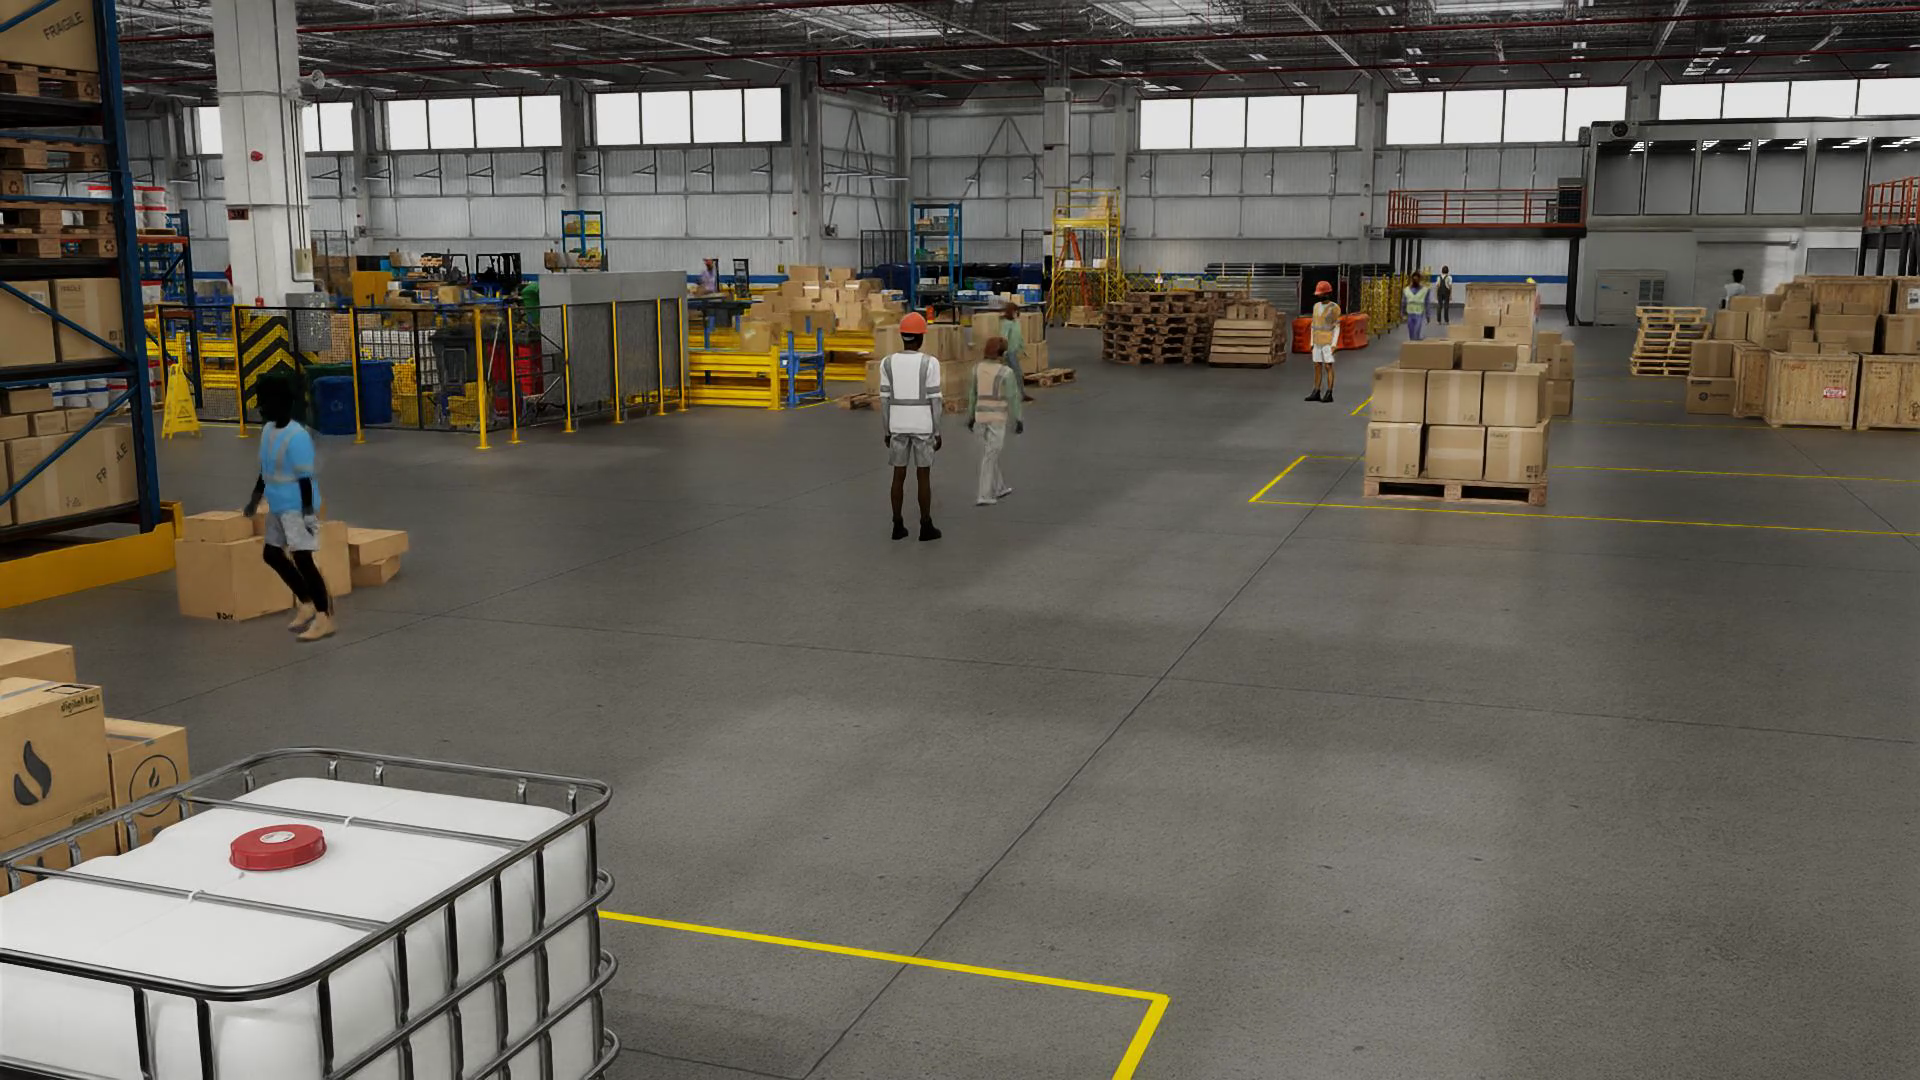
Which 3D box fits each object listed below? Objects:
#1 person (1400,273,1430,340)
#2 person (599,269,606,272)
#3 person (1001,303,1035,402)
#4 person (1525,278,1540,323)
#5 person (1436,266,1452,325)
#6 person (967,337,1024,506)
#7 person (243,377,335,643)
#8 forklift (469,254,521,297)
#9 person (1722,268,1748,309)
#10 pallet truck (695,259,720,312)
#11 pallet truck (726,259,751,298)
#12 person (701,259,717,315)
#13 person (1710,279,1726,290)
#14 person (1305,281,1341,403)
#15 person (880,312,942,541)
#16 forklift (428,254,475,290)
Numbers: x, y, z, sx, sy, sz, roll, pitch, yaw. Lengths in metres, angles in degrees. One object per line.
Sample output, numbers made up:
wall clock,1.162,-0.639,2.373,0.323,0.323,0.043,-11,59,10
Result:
person,10.121,-5.005,37.092,0.617,1.865,1.015,5,11,27
person,-11.745,-8.212,55.192,0.947,1.860,0.663,3,10,16
person,0.822,-3.005,26.620,0.827,1.587,0.508,5,11,25
person,13.207,-5.225,38.656,0.527,1.749,0.570,7,12,35
person,15.211,-7.682,52.246,0.504,1.847,0.344,8,13,39
person,0.397,-1.155,16.133,0.550,1.606,0.754,9,13,41
person,-4.273,-0.200,10.569,0.397,1.672,0.541,-9,14,-42
forklift,-17.990,-10.121,64.684,1.157,1.987,2.680,3,11,17
person,18.220,-5.407,39.136,0.481,1.949,0.614,-4,11,-24
pallet truck,-9.165,-9.627,62.776,0.823,1.965,1.885,4,11,23
pallet truck,-7.986,-9.493,62.019,0.823,1.965,1.885,3,11,17
person,-8.475,-8.507,56.378,0.613,2.024,0.579,-9,13,-40
person,23.587,-7.667,52.101,0.789,1.858,0.680,-4,11,-21
person,5.781,-3.149,26.487,0.370,1.928,0.543,-7,12,-36
person,-0.401,-0.956,14.112,0.546,1.938,0.360,3,11,18
forklift,-20.133,-10.254,65.465,1.157,1.987,2.680,3,11,19
